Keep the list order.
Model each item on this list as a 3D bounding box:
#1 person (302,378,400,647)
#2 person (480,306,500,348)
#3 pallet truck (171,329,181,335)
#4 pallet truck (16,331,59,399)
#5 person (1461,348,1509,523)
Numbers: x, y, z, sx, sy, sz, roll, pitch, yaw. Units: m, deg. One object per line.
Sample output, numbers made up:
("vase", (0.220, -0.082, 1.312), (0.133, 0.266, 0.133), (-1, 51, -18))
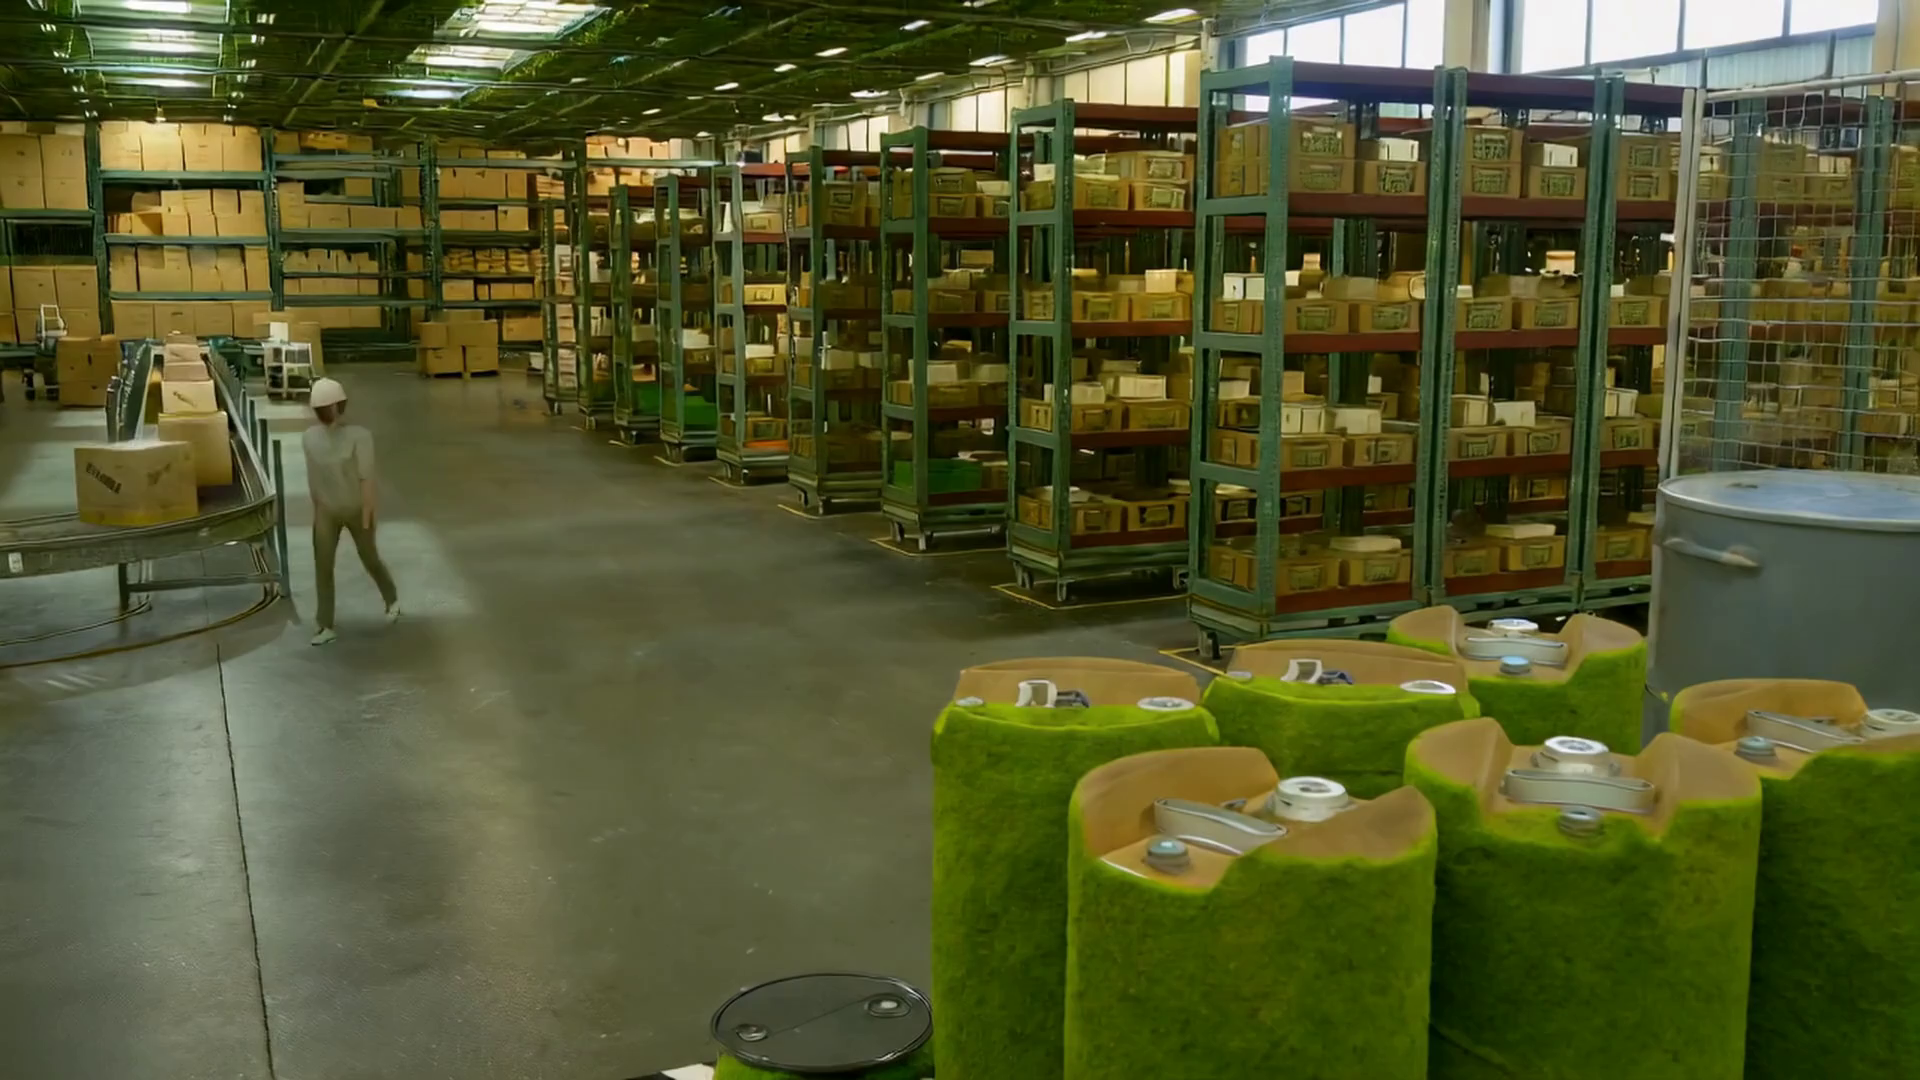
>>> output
("person", (-4.035, -0.215, 10.986), (0.529, 1.738, 0.824), (1, 9, 7))
("person", (-14.210, -6.683, 50.287), (0.611, 1.996, 0.375), (-5, 10, -29))
("pallet truck", (-17.275, -3.851, 35.096), (1.601, 1.201, 0.680), (0, 9, 1))
("pallet truck", (-17.082, -3.353, 31.781), (1.630, 1.274, 0.653), (-4, 10, -25))
("person", (4.823, -1.030, 15.443), (1.094, 1.918, 0.614), (-6, 11, -34))
